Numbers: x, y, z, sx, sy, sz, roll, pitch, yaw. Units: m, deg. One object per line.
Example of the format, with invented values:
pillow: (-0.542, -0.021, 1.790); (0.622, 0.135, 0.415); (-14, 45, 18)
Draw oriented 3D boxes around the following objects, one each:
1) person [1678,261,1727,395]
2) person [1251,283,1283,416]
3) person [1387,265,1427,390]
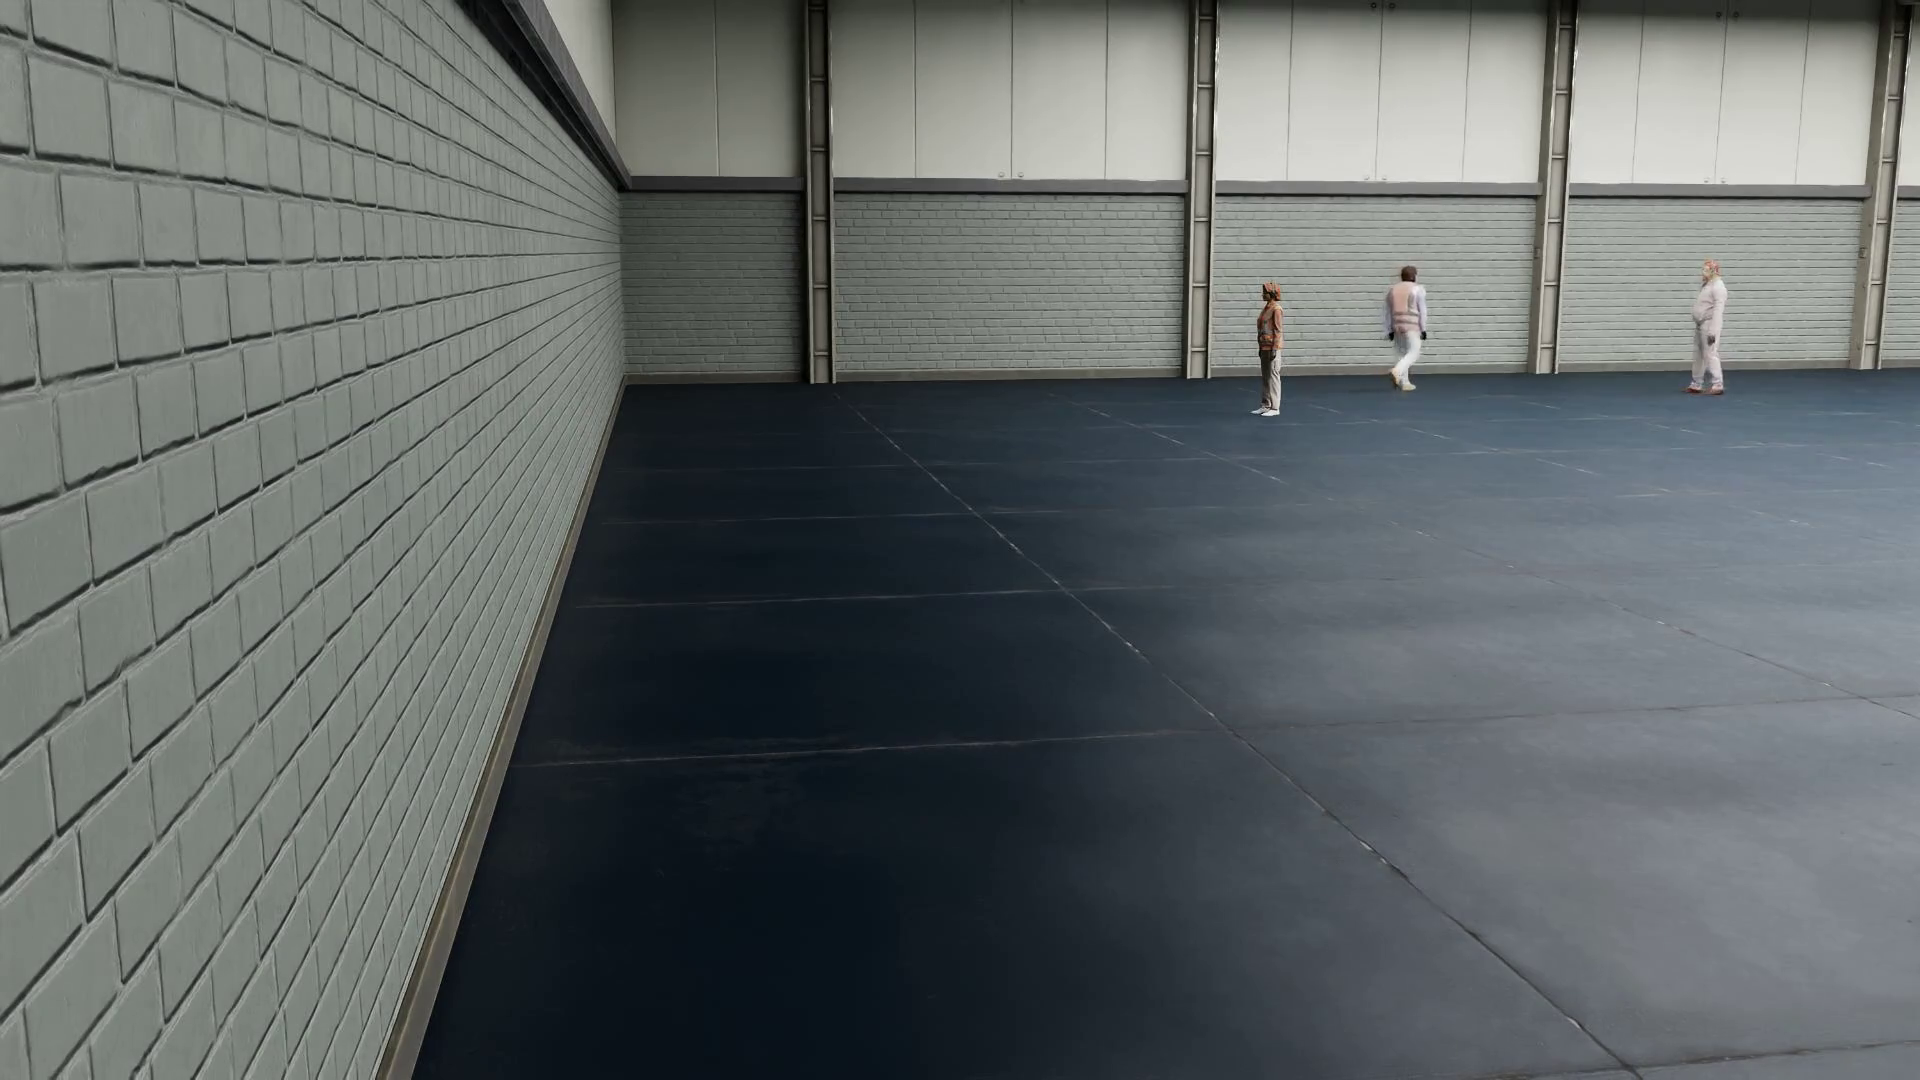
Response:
person: (10.564, -2.983, 23.510); (0.493, 1.898, 0.704); (0, 10, 2)
person: (3.815, -2.343, 20.487); (0.307, 1.641, 0.514); (-2, 10, -11)
person: (6.431, -3.059, 24.072); (0.652, 1.825, 0.640); (-7, 12, -37)
